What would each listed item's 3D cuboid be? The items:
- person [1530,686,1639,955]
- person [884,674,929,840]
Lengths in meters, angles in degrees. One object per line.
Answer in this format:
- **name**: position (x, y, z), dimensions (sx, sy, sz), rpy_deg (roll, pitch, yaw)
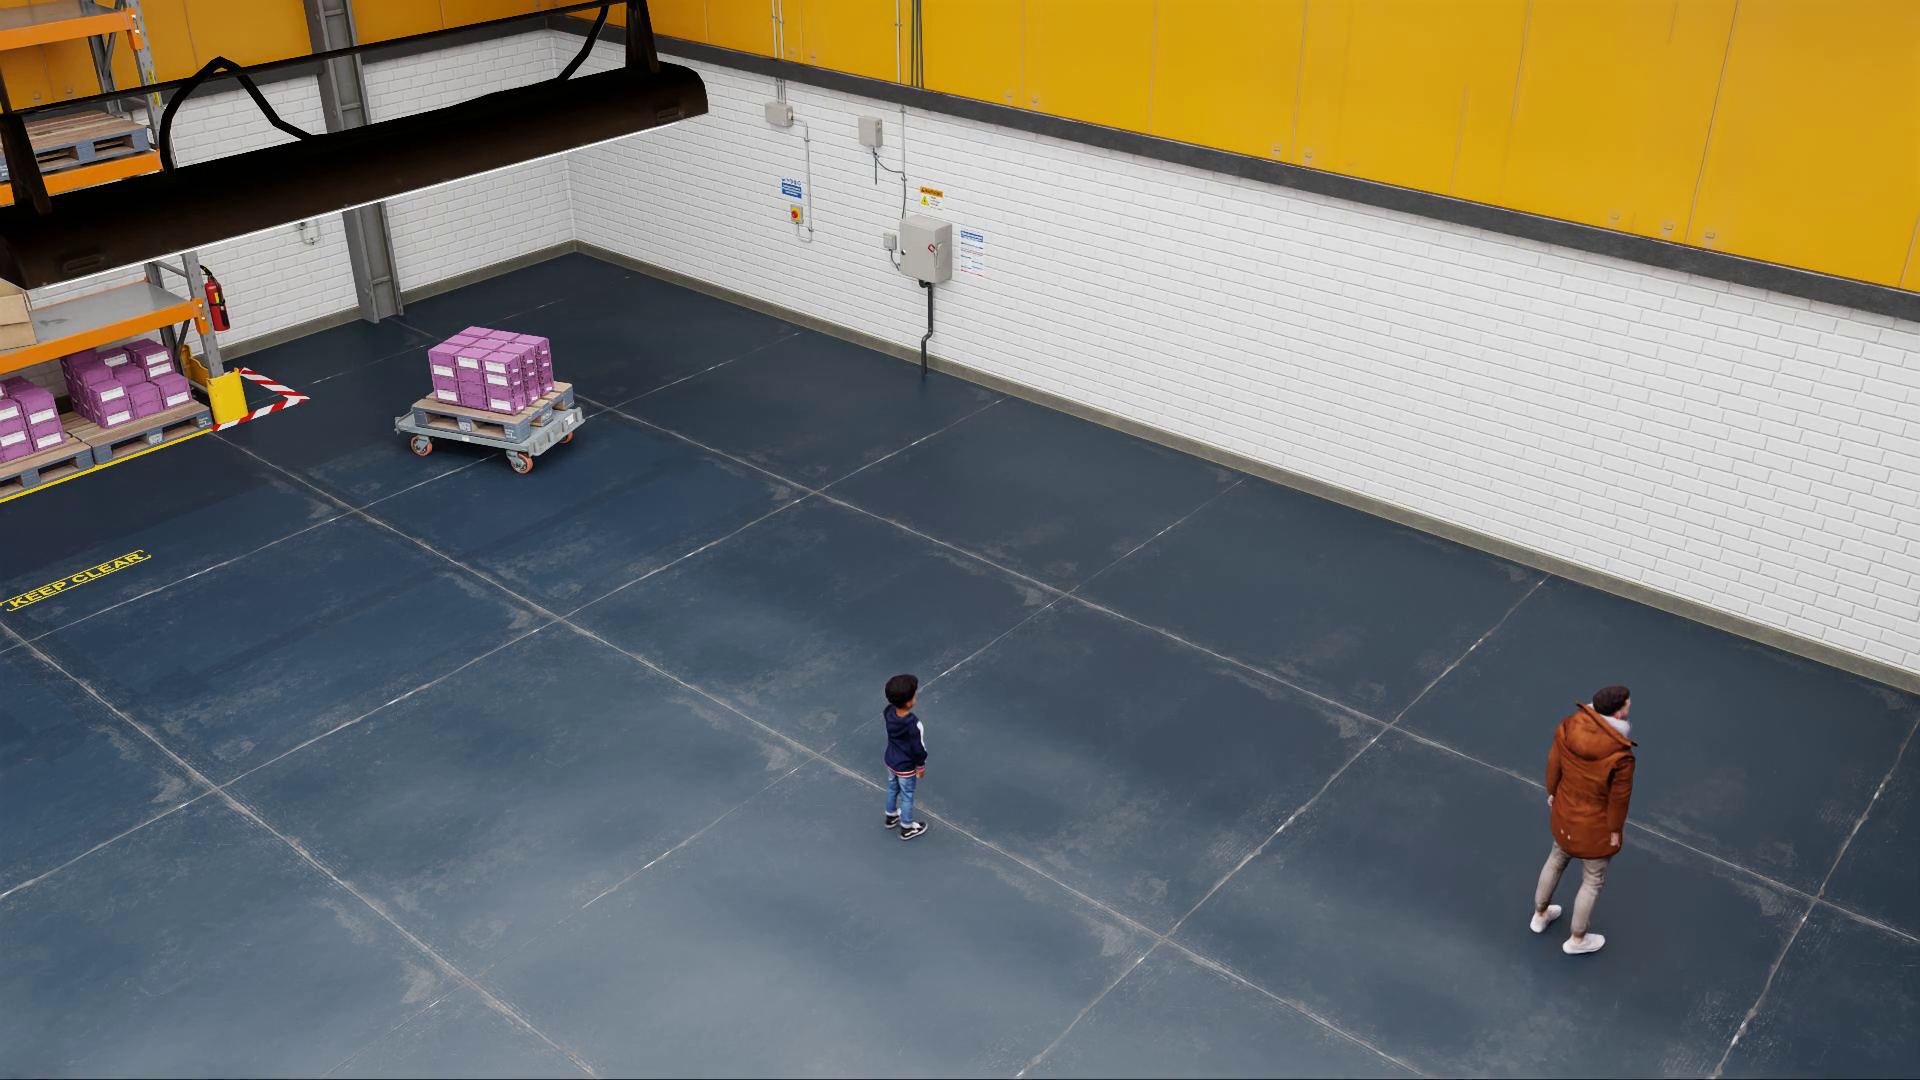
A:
- **person**: position (3.736, 1.651, 9.934), dimensions (0.811, 1.837, 0.804), rpy_deg (-16, 32, -27)
- **person**: position (-0.382, 1.422, 10.997), dimensions (0.510, 1.221, 0.539), rpy_deg (-22, 36, -35)
